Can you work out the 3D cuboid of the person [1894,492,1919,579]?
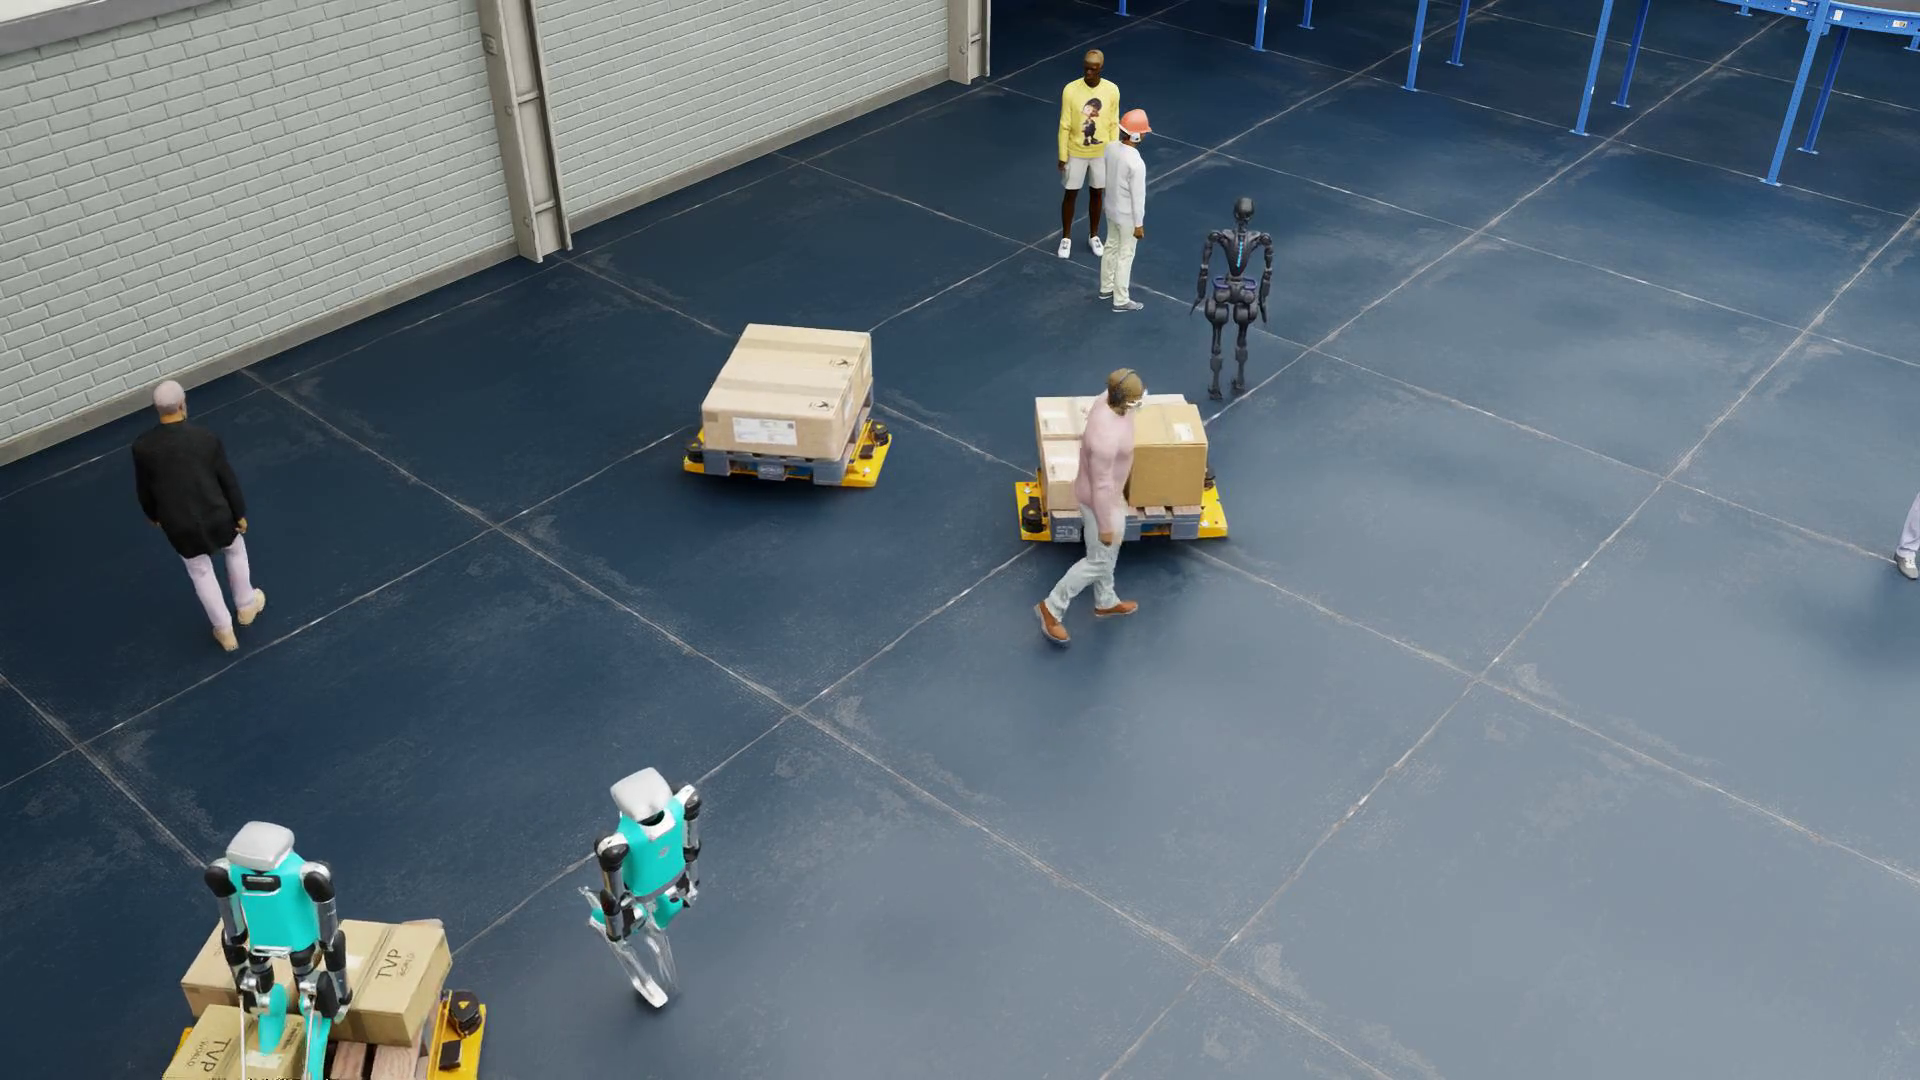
[{"bbox_3d":[6.597,-0.586,10.858,0.564,1.837,0.388,-5,36,-7],"label":"person"}]

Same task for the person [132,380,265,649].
[{"bbox_3d":[-4.725,-0.171,10.283,0.593,1.840,0.557,-14,38,-19],"label":"person"}]

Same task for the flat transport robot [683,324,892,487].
[{"bbox_3d":[-1.272,-0.695,12.363,1.431,0.231,0.659,5,36,8],"label":"flat transport robot"}]

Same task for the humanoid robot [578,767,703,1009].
[{"bbox_3d":[-1.553,1.680,7.845,0.815,1.854,0.561,29,44,34],"label":"humanoid robot"}]

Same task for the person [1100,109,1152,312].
[{"bbox_3d":[1.410,-2.781,14.020,0.344,1.743,0.565,-15,38,-19],"label":"person"}]

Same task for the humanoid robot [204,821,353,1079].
[{"bbox_3d":[-2.935,2.090,7.207,0.542,1.799,0.732,2,35,2],"label":"humanoid robot"}]

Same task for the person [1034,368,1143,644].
[{"bbox_3d":[0.833,-0.286,10.383,0.657,1.913,0.783,1,35,2],"label":"person"}]

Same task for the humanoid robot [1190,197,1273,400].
[{"bbox_3d":[2.085,-1.859,12.785,0.596,1.654,0.323,2,35,2],"label":"humanoid robot"}]

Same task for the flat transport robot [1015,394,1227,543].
[{"bbox_3d":[1.126,-0.261,11.754,1.431,0.231,0.659,-1,35,-2],"label":"flat transport robot"}]

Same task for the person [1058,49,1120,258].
[{"bbox_3d":[1.142,-3.440,14.813,0.544,1.900,0.382,-2,36,-3],"label":"person"}]

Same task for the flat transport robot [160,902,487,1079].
[{"bbox_3d":[-3.017,2.512,7.861,1.431,0.231,0.659,-4,36,-5],"label":"flat transport robot"}]
